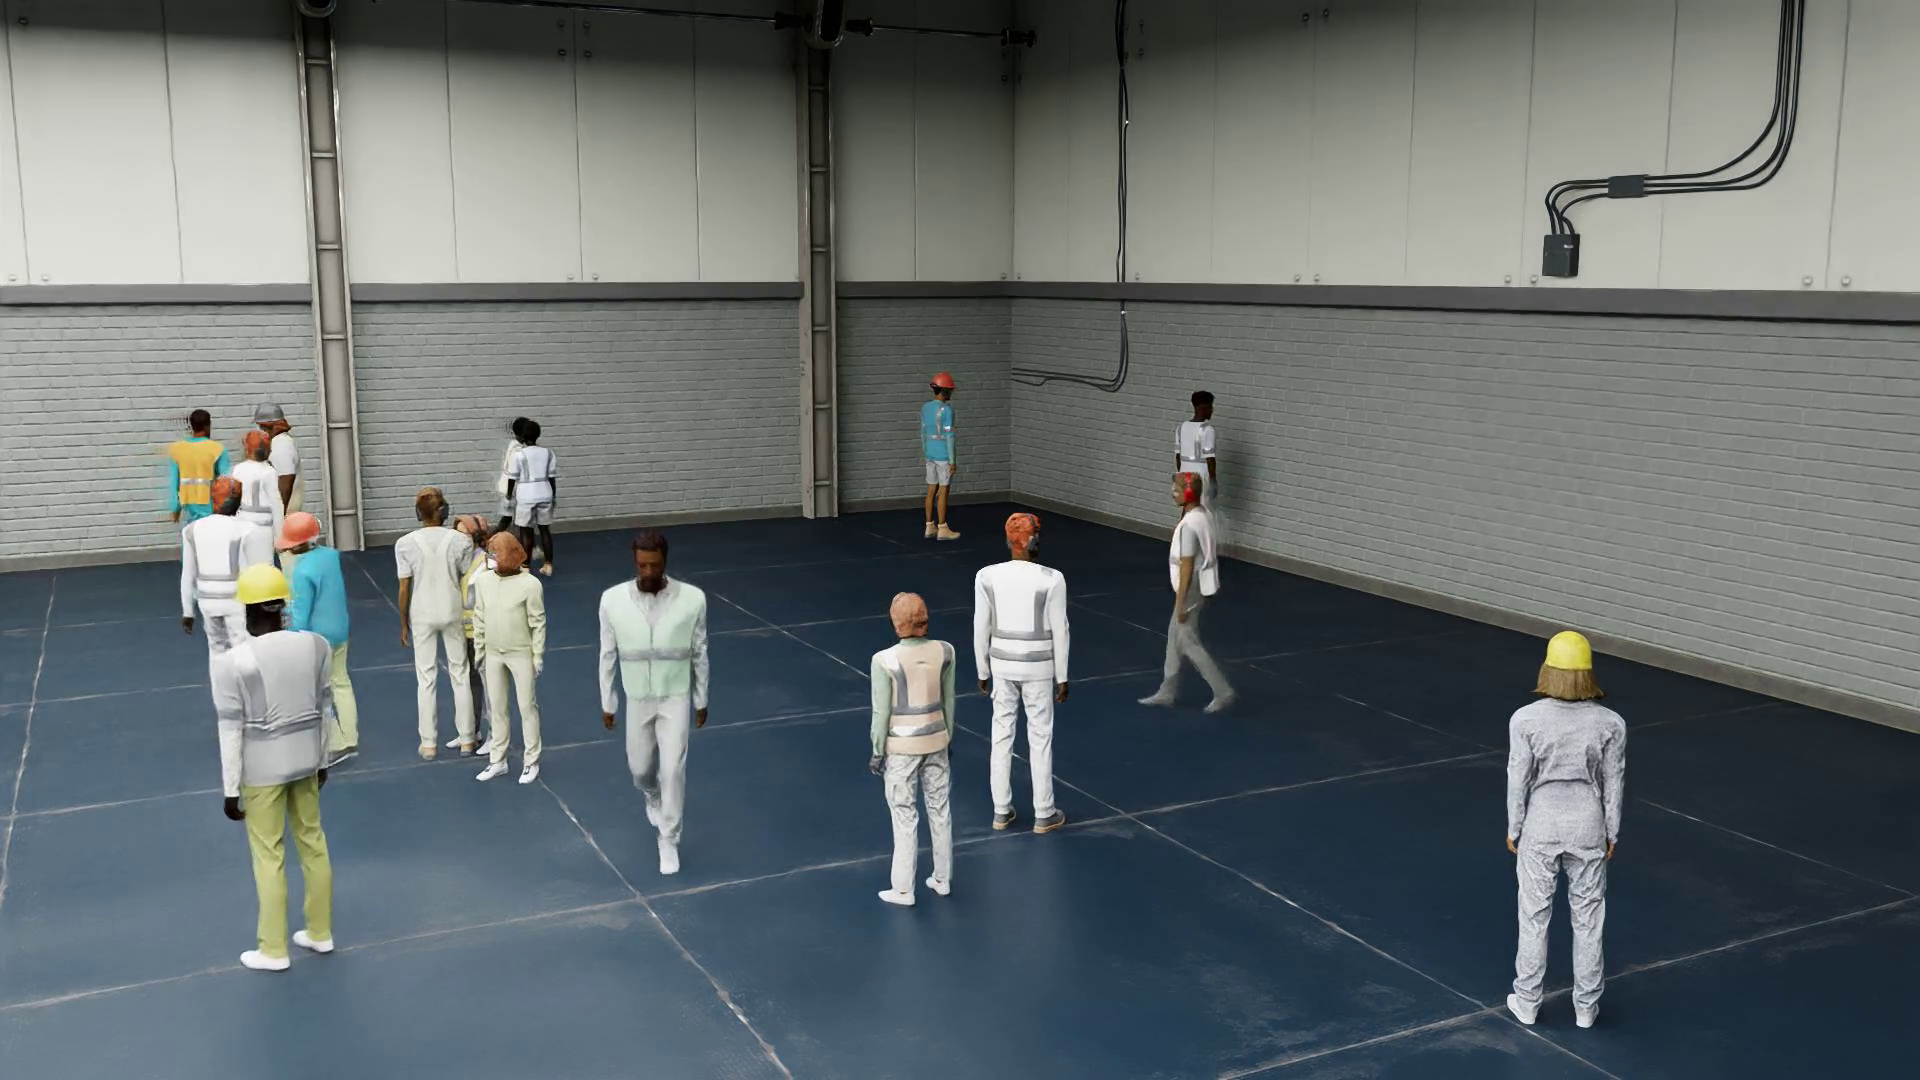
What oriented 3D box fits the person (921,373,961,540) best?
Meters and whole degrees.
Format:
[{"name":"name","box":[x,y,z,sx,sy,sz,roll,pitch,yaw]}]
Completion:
[{"name":"person","box":[-0.216,-1.023,20.328,0.391,2.039,0.615,-6,11,-34]}]

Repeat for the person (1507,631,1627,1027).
[{"name":"person","box":[2.614,1.253,7.225,0.486,1.744,0.298,2,9,11]}]

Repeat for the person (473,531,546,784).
[{"name":"person","box":[-2.889,0.750,10.660,0.498,1.633,0.284,3,10,17]}]

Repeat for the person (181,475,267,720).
[{"name":"person","box":[-5.152,0.485,11.639,0.661,1.865,0.815,1,9,5]}]

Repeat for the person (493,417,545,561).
[{"name":"person","box":[-4.931,-0.550,18.568,0.817,1.647,0.550,-2,9,-14]}]

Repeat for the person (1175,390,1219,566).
[{"name":"person","box":[2.640,-0.679,18.442,0.361,1.962,0.612,-6,11,-31]}]

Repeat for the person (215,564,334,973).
[{"name":"person","box":[-3.215,1.064,7.845,0.384,1.922,0.588,6,11,33]}]

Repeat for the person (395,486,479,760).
[{"name":"person","box":[-3.514,0.559,11.195,0.505,1.842,0.346,-3,10,-19]}]

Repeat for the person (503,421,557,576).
[{"name":"person","box":[-4.552,-0.427,17.739,0.319,1.690,0.549,9,13,44]}]

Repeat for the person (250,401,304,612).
[{"name":"person","box":[-6.608,-0.326,16.036,0.535,2.000,0.685,-4,10,-21]}]

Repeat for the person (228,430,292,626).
[{"name":"person","box":[-6.398,-0.064,14.985,0.576,1.864,0.809,6,11,31]}]

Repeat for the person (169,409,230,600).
[{"name":"person","box":[-7.564,-0.376,16.811,0.611,1.881,0.869,1,9,9]}]

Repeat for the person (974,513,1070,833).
[{"name":"person","box":[0.368,0.775,9.731,0.573,1.885,0.356,4,10,21]}]

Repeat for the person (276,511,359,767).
[{"name":"person","box":[-4.267,0.639,11.100,0.347,1.721,0.677,1,9,4]}]

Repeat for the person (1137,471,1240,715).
[{"name":"person","box":[1.727,0.391,12.295,0.749,1.825,0.578,3,10,17]}]

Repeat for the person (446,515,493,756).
[{"name":"person","box":[-3.305,0.635,11.338,0.514,1.644,0.307,7,11,36]}]

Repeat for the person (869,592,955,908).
[{"name":"person","box":[-0.239,1.083,8.599,0.514,1.636,0.315,-6,11,-34]}]

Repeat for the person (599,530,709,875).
[{"name":"person","box":[-1.692,0.849,9.276,0.599,1.892,0.721,-1,9,-6]}]
